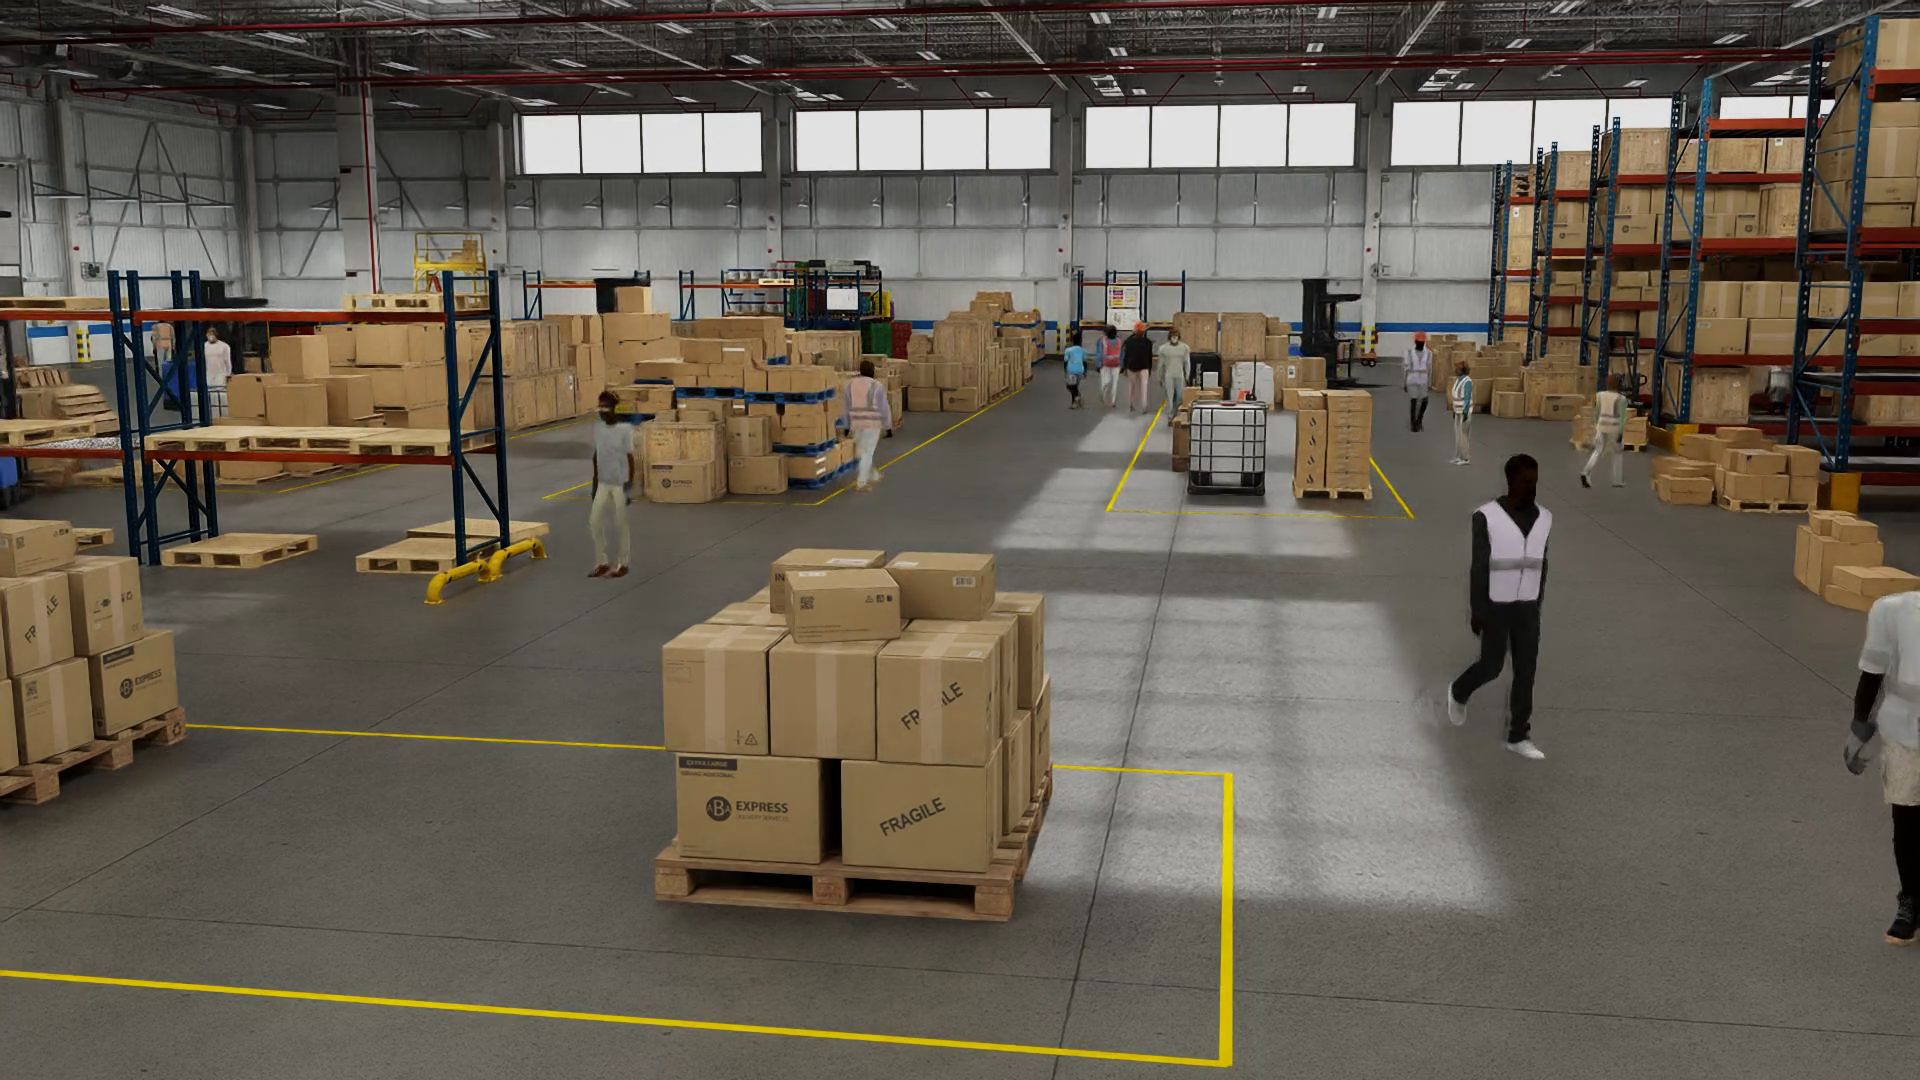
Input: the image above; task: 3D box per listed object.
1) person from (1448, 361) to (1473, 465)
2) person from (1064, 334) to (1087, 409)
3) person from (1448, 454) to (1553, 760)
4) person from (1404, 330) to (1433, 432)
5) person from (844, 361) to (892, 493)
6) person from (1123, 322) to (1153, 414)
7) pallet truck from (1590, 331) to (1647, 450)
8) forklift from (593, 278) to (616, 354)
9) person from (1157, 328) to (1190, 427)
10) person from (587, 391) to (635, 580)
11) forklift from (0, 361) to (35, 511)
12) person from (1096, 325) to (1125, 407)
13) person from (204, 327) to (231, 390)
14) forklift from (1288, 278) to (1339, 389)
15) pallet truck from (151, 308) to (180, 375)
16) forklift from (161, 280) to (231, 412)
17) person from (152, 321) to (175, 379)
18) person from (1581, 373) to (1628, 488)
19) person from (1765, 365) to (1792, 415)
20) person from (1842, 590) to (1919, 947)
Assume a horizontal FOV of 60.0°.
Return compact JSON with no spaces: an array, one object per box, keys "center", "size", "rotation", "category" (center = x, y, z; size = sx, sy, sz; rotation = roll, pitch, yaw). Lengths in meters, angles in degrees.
[{"center":[7.851,-1.983,25.994],"size":[0.314,1.632,0.524],"rotation":[-1,9,-4],"category":"person"},{"center":[2.548,-3.656,36.226],"size":[0.540,1.668,0.554],"rotation":[-3,10,-20],"category":"person"},{"center":[3.443,0.389,10.522],"size":[0.600,1.904,0.714],"rotation":[-3,10,-18],"category":"person"},{"center":[8.586,-2.967,31.187],"size":[0.549,1.922,0.402],"rotation":[0,9,-1],"category":"person"},{"center":[-1.211,-1.566,22.911],"size":[0.662,1.788,0.949],"rotation":[5,11,30],"category":"person"},{"center":[3.783,-3.673,35.444],"size":[0.636,1.955,1.010],"rotation":[-1,9,-4],"category":"person"},{"center":[11.253,-2.573,28.499],"size":[0.823,1.965,1.885],"rotation":[5,10,27],"category":"pallet truck"},{"center":[-9.667,-5.753,45.399],"size":[1.873,2.768,1.129],"rotation":[0,9,3],"category":"forklift"},{"center":[4.150,-3.148,32.265],"size":[0.661,1.919,0.451],"rotation":[-1,9,-5],"category":"person"},{"center":[-3.456,-0.523,16.288],"size":[0.554,1.852,0.642],"rotation":[4,10,21],"category":"person"},{"center":[-12.673,-1.819,21.130],"size":[1.129,2.768,1.873],"rotation":[-3,10,-19],"category":"forklift"},{"center":[3.362,-3.872,37.017],"size":[0.651,1.832,0.447],"rotation":[-3,10,-15],"category":"person"},{"center":[-14.798,-3.277,33.072],"size":[0.635,1.927,0.438],"rotation":[0,9,1],"category":"person"},{"center":[9.079,-5.337,42.828],"size":[1.873,2.768,1.129],"rotation":[6,11,34],"category":"forklift"},{"center":[-21.869,-5.598,47.154],"size":[0.823,1.965,1.885],"rotation":[4,10,26],"category":"pallet truck"},{"center":[-15.980,-4.153,35.530],"size":[1.129,2.768,1.873],"rotation":[9,13,43],"category":"forklift"},{"center":[-21.730,-5.267,45.373],"size":[0.390,1.922,0.587],"rotation":[8,12,39],"category":"person"},{"center":[9.016,-1.521,23.186],"size":[0.764,1.613,0.514],"rotation":[-7,11,-36],"category":"person"},{"center":[15.155,-2.886,30.780],"size":[0.985,1.894,0.559],"rotation":[-3,10,-16],"category":"person"},{"center":[4.280,0.875,7.366],"size":[0.494,1.946,0.626],"rotation":[-9,13,-43],"category":"person"}]
